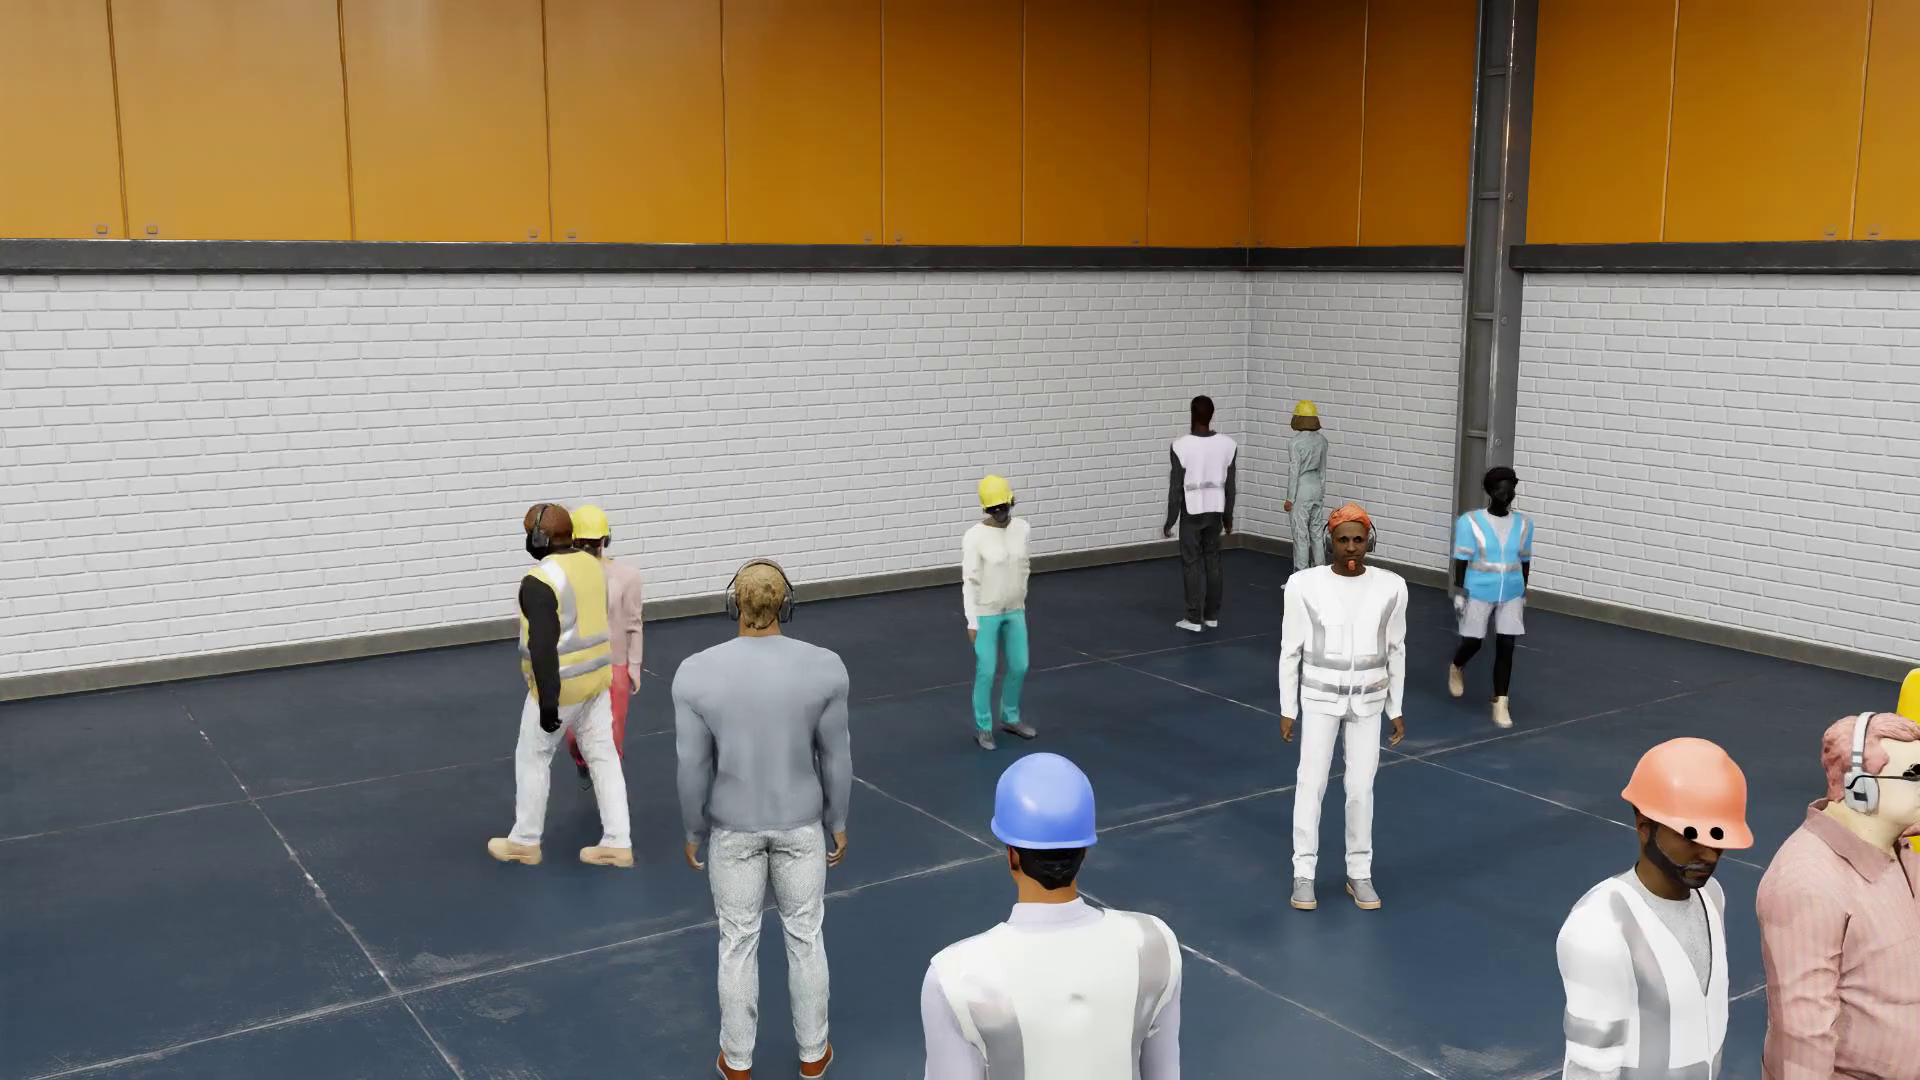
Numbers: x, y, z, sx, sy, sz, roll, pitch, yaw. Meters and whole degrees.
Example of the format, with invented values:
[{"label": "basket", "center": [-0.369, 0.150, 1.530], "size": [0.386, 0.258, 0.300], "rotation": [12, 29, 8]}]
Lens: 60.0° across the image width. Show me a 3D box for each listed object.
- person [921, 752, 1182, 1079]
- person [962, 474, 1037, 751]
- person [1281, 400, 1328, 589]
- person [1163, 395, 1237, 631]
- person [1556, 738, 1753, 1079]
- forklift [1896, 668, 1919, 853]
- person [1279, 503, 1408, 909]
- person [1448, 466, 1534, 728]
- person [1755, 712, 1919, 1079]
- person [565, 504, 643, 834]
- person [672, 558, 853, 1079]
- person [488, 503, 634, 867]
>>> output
[{"label": "person", "center": [0.187, 1.412, 3.580], "size": [0.615, 1.945, 0.404], "rotation": [-4, 10, -23]}, {"label": "person", "center": [0.223, 0.441, 10.091], "size": [0.549, 1.723, 0.452], "rotation": [-7, 12, -35]}, {"label": "person", "center": [3.129, -0.406, 15.146], "size": [0.492, 1.742, 0.319], "rotation": [-7, 12, -37]}, {"label": "person", "center": [1.963, -0.219, 13.513], "size": [0.593, 1.918, 0.399], "rotation": [-3, 10, -19]}, {"label": "person", "center": [1.573, 1.383, 3.800], "size": [0.546, 1.934, 0.376], "rotation": [-8, 12, -39]}, {"label": "forklift", "center": [5.511, 0.571, 7.906], "size": [2.313, 2.155, 1.214], "rotation": [-6, 11, -33]}, {"label": "person", "center": [1.757, 0.768, 7.651], "size": [0.584, 1.882, 0.348], "rotation": [0, 9, 0]}, {"label": "person", "center": [3.446, 0.336, 10.849], "size": [0.545, 1.681, 0.637], "rotation": [0, 9, -3]}, {"label": "person", "center": [2.169, 1.352, 4.052], "size": [0.410, 1.913, 0.643], "rotation": [9, 13, 43]}, {"label": "person", "center": [-1.936, 0.646, 8.828], "size": [0.521, 1.740, 0.651], "rotation": [-2, 10, -10]}, {"label": "person", "center": [-0.698, 1.022, 5.958], "size": [0.629, 1.940, 0.373], "rotation": [-1, 10, -9]}, {"label": "person", "center": [-1.994, 0.720, 8.187], "size": [0.844, 1.803, 0.639], "rotation": [4, 10, 21]}]
